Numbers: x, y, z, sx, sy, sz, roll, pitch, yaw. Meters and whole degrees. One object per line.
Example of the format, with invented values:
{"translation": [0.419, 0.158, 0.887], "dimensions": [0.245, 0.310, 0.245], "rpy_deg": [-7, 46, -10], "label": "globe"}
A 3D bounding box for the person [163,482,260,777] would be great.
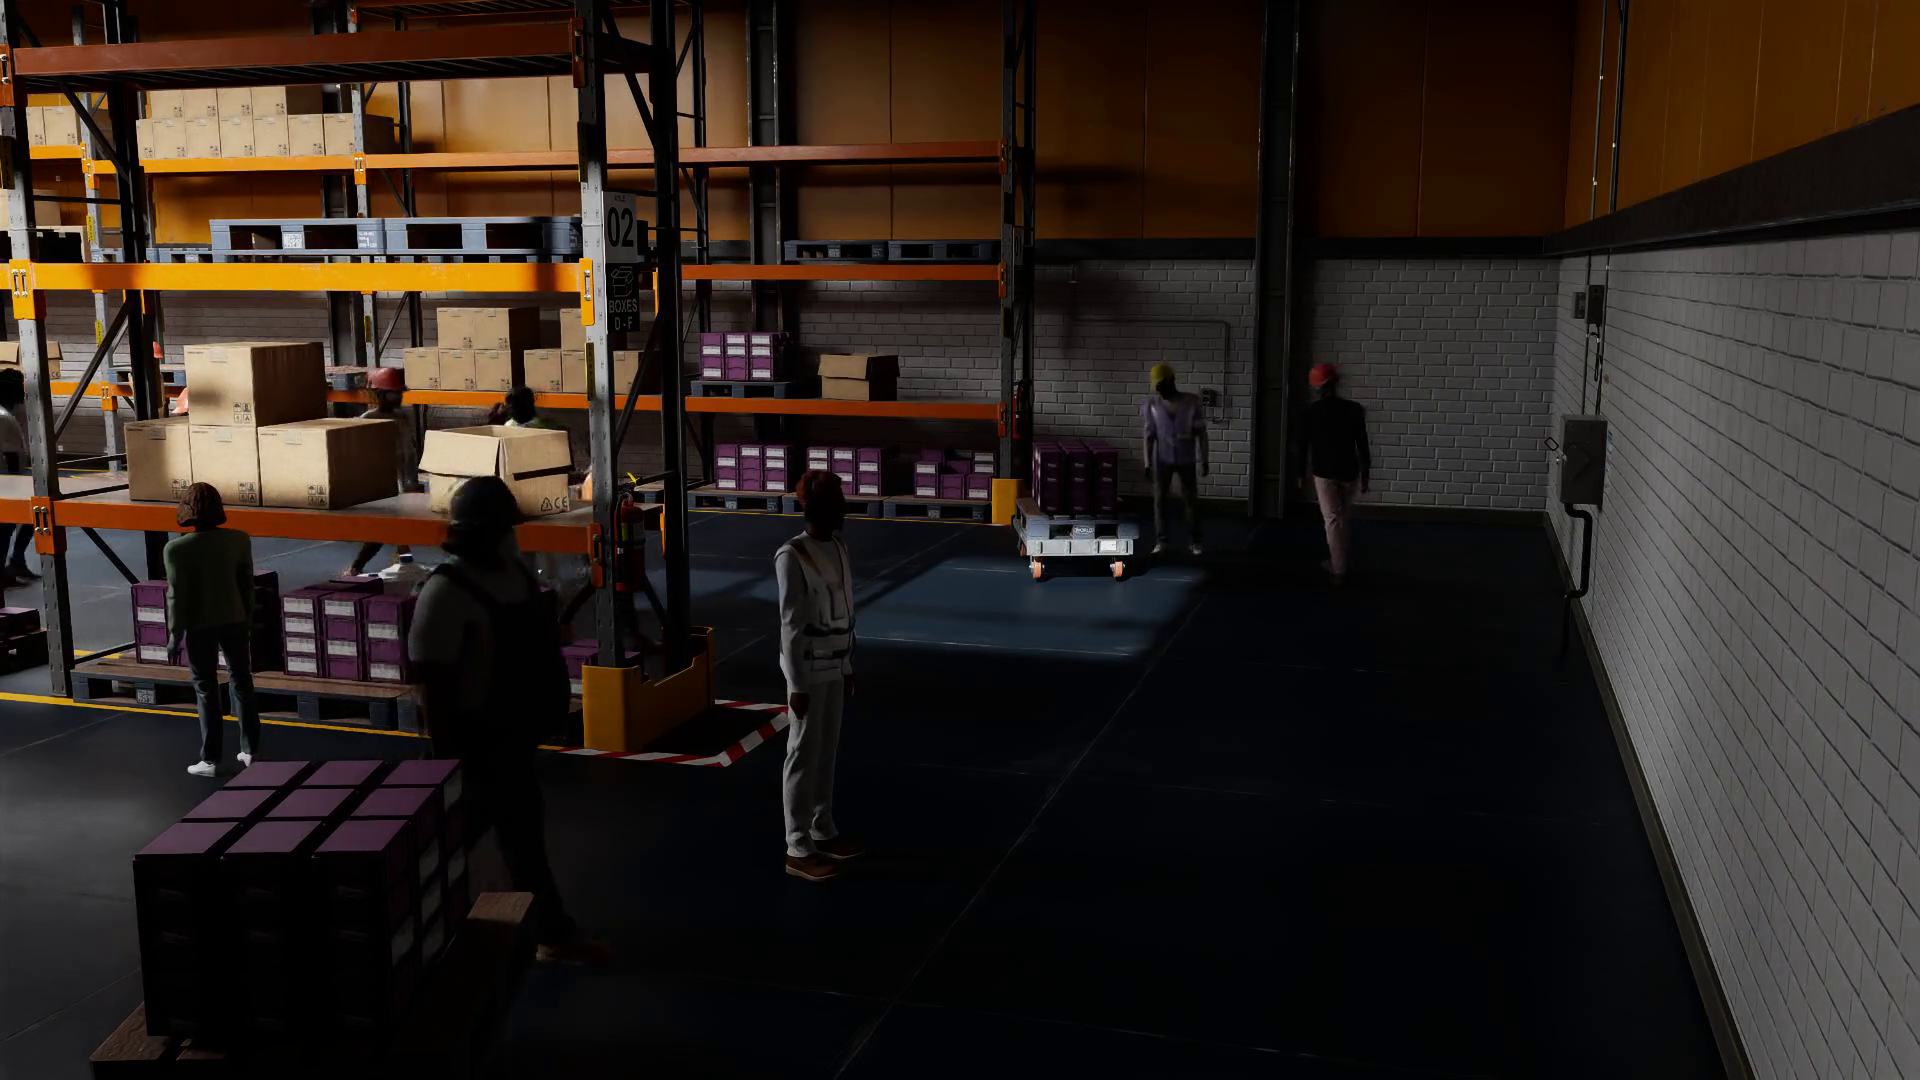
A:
{"translation": [-4.137, 0.493, 9.208], "dimensions": [0.283, 1.634, 0.498], "rpy_deg": [7, 12, 38], "label": "person"}

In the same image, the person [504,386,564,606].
{"translation": [-3.569, -0.362, 13.894], "dimensions": [0.735, 1.816, 0.429], "rpy_deg": [6, 11, 32], "label": "person"}

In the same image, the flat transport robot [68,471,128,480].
{"translation": [-10.432, -0.692, 20.578], "dimensions": [1.431, 0.197, 0.652], "rpy_deg": [8, 12, 40], "label": "flat transport robot"}

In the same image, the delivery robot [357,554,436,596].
{"translation": [-4.334, 0.354, 13.052], "dimensions": [0.707, 0.478, 0.477], "rpy_deg": [-6, 11, -34], "label": "delivery robot"}

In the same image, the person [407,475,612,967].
{"translation": [-1.929, 0.688, 6.782], "dimensions": [1.000, 2.000, 0.685], "rpy_deg": [2, 9, 10], "label": "person"}

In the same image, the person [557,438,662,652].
{"translation": [-2.626, 0.000, 12.154], "dimensions": [0.878, 1.657, 0.533], "rpy_deg": [0, 9, 1], "label": "person"}

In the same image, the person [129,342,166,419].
{"translation": [-9.591, -1.392, 19.787], "dimensions": [0.375, 1.934, 0.547], "rpy_deg": [1, 9, 5], "label": "person"}

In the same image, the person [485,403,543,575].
{"translation": [-4.056, -0.413, 14.809], "dimensions": [0.848, 1.593, 0.528], "rpy_deg": [2, 10, 11], "label": "person"}

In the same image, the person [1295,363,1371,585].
{"translation": [3.329, -0.605, 14.949], "dimensions": [0.642, 1.943, 0.823], "rpy_deg": [-1, 9, -6], "label": "person"}

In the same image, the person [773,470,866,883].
{"translation": [-0.647, 0.616, 7.705], "dimensions": [0.354, 1.883, 0.573], "rpy_deg": [3, 10, 20], "label": "person"}

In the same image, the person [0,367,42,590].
{"translation": [-8.251, -0.525, 14.485], "dimensions": [0.555, 1.945, 0.604], "rpy_deg": [-4, 10, -25], "label": "person"}

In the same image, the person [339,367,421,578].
{"translation": [-4.810, -0.442, 13.839], "dimensions": [1.008, 2.002, 0.619], "rpy_deg": [3, 10, 16], "label": "person"}

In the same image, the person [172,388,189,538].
{"translation": [-5.560, -0.156, 12.241], "dimensions": [0.543, 1.939, 0.355], "rpy_deg": [5, 11, 30], "label": "person"}

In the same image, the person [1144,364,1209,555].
{"translation": [2.113, -0.781, 16.238], "dimensions": [0.648, 1.877, 0.398], "rpy_deg": [2, 10, 12], "label": "person"}
